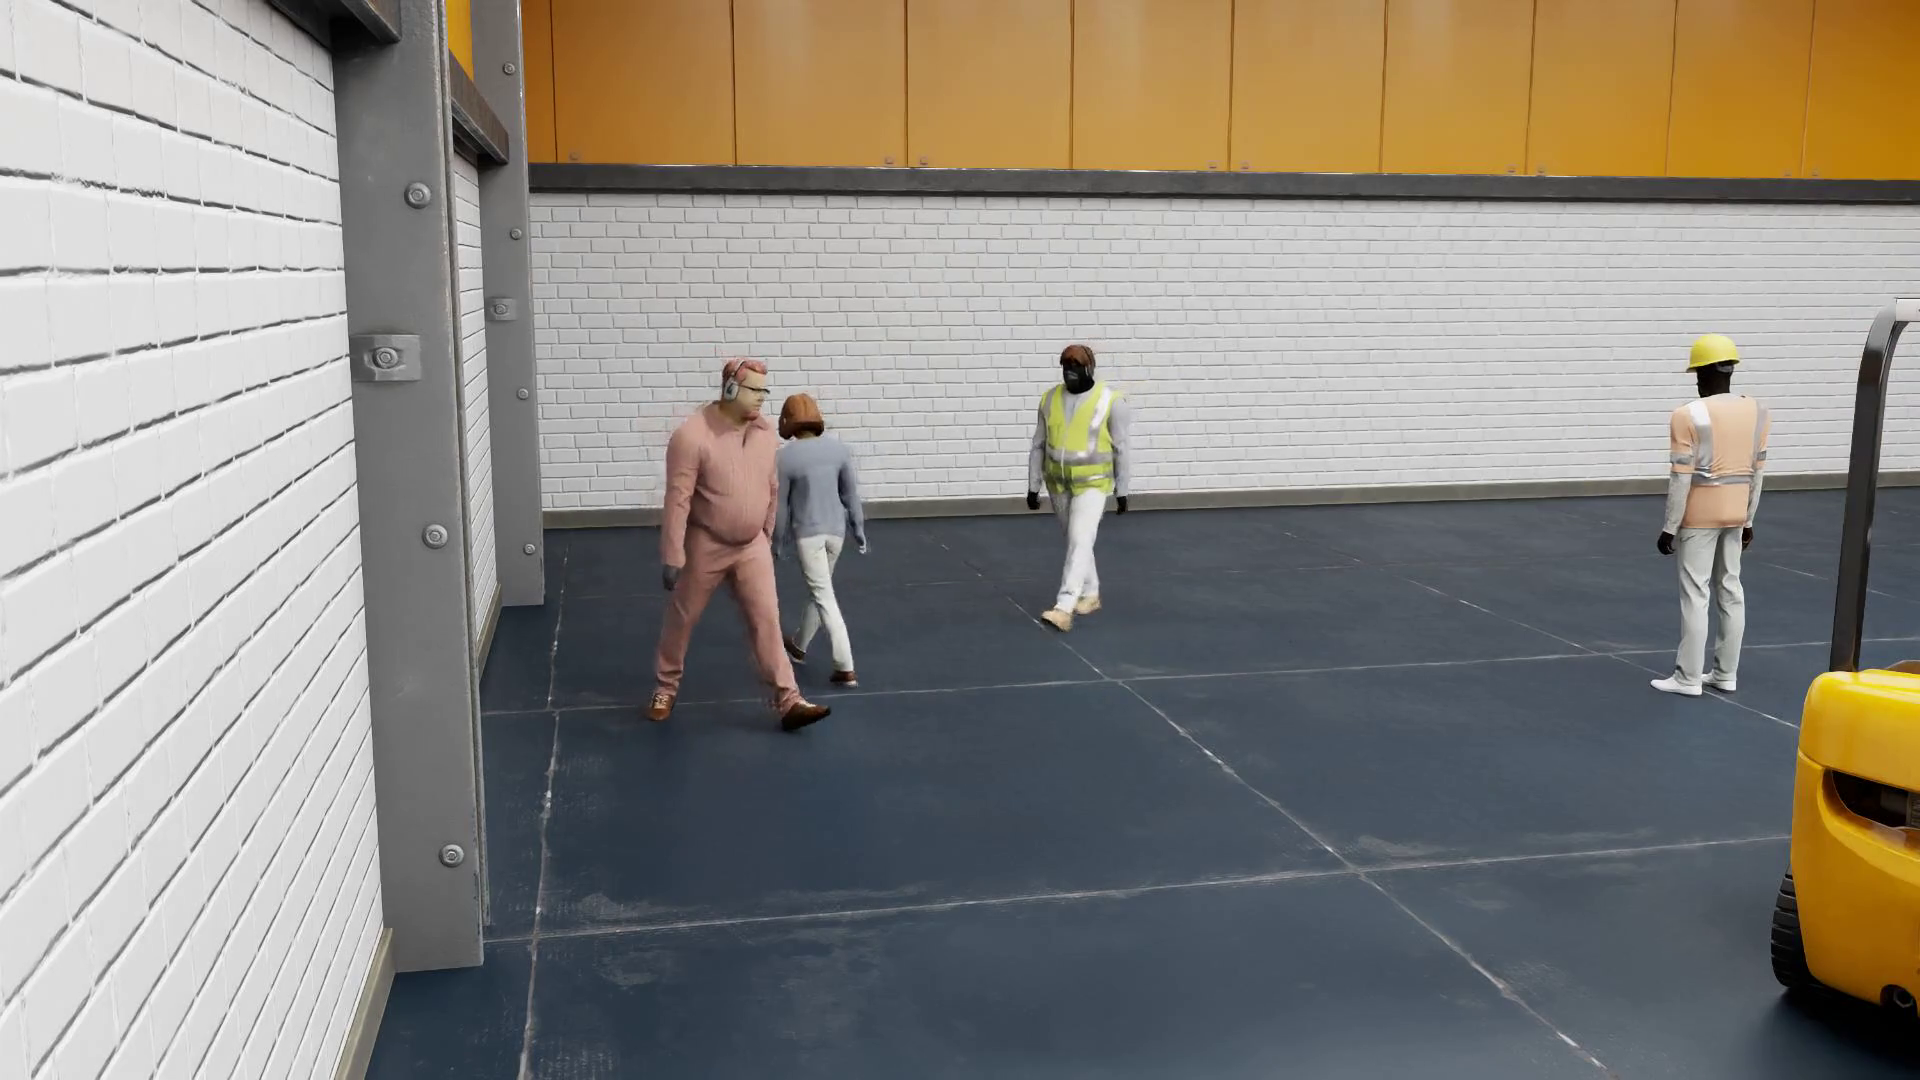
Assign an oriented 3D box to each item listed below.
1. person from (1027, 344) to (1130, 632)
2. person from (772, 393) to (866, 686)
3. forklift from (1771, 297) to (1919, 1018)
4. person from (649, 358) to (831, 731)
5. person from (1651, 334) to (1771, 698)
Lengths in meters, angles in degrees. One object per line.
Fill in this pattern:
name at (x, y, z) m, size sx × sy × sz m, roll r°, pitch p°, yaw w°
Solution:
person at (0.712, -0.344, 10.575) m, size 0.632 × 1.784 × 0.996 m, roll 6°, pitch 11°, yaw 35°
person at (-0.808, -0.018, 9.187) m, size 0.552 × 1.567 × 0.871 m, roll -8°, pitch 12°, yaw -39°
forklift at (3.542, 0.334, 5.177) m, size 2.313 × 2.155 × 1.214 m, roll -9°, pitch 13°, yaw -43°
person at (-1.154, 0.031, 8.146) m, size 0.719 × 1.832 × 1.045 m, roll -8°, pitch 12°, yaw -42°
person at (3.951, -0.123, 8.786) m, size 0.585 × 1.922 × 0.372 m, roll -3°, pitch 10°, yaw -18°
